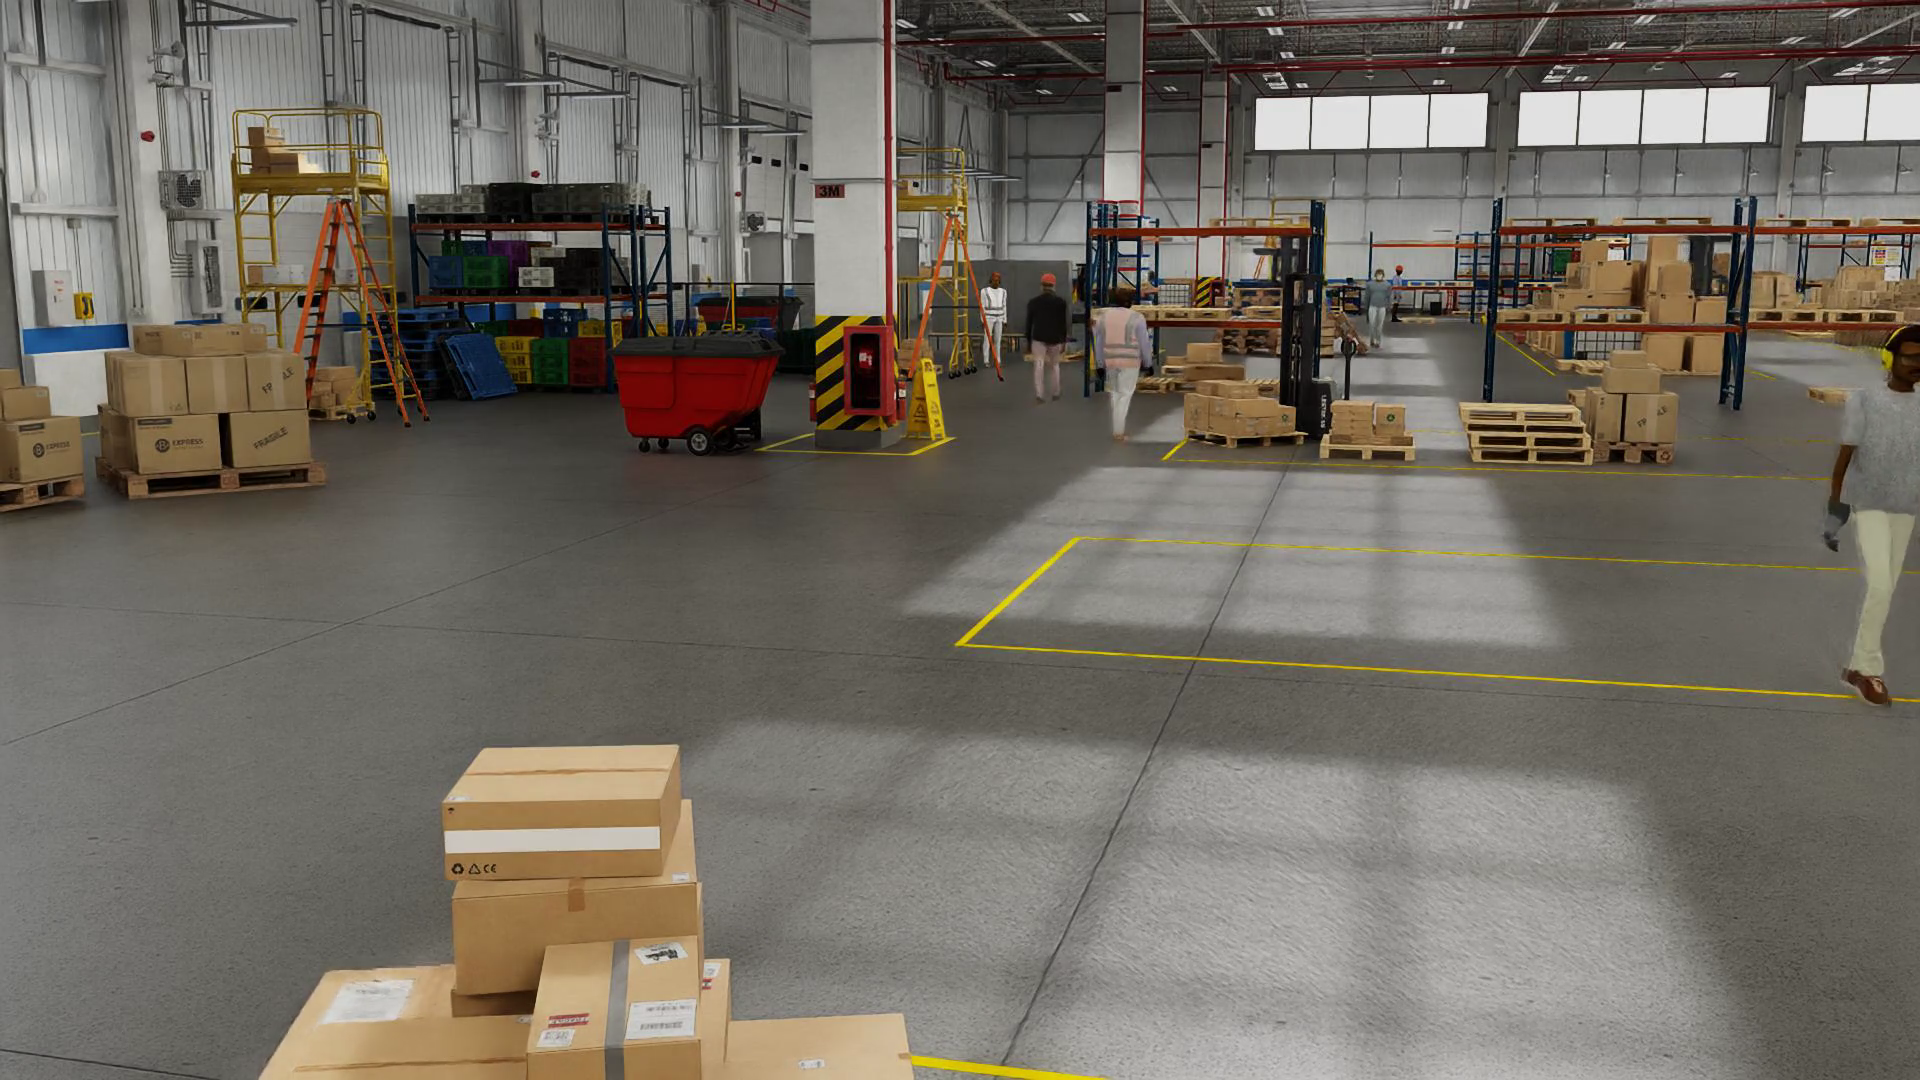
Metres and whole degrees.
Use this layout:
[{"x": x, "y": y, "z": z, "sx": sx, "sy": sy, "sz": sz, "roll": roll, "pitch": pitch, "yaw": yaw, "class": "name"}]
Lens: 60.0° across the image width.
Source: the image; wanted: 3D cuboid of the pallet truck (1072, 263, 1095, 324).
[{"x": 4.325, "y": -8.180, "z": 55.162, "sx": 0.823, "sy": 1.965, "sz": 1.885, "roll": 6, "pitch": 11, "yaw": 31, "class": "pallet truck"}]

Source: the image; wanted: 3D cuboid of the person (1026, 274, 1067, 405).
[{"x": 1.287, "y": -2.996, "z": 24.843, "sx": 0.631, "sy": 1.932, "sz": 1.036, "roll": 1, "pitch": 10, "yaw": 5, "class": "person"}]

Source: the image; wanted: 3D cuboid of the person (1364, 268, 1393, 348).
[{"x": 10.042, "y": -5.547, "z": 39.925, "sx": 0.661, "sy": 1.901, "sz": 0.928, "roll": 2, "pitch": 10, "yaw": 11, "class": "person"}]

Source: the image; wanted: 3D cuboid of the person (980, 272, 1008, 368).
[{"x": 0.670, "y": -4.327, "z": 32.805, "sx": 0.574, "sy": 1.887, "sz": 0.355, "roll": -5, "pitch": 11, "yaw": -25, "class": "person"}]

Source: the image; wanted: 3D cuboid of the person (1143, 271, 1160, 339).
[{"x": 5.129, "y": -6.248, "z": 44.267, "sx": 0.407, "sy": 1.827, "sz": 0.515, "roll": -6, "pitch": 11, "yaw": -30, "class": "person"}]

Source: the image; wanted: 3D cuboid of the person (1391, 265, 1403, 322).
[{"x": 14.861, "y": -8.362, "z": 56.452, "sx": 0.375, "sy": 1.932, "sz": 0.544, "roll": 6, "pitch": 11, "yaw": 29, "class": "person"}]

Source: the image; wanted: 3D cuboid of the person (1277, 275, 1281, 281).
[{"x": 9.675, "y": -7.224, "z": 49.704, "sx": 0.627, "sy": 1.941, "sz": 0.371, "roll": 2, "pitch": 10, "yaw": 9, "class": "person"}]

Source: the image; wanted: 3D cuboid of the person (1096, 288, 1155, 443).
[{"x": 2.004, "y": -2.076, "z": 19.751, "sx": 0.638, "sy": 1.815, "sz": 0.761, "roll": 7, "pitch": 12, "yaw": 37, "class": "person"}]

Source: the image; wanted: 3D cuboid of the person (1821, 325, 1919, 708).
[{"x": 4.557, "y": -0.109, "z": 8.069, "sx": 0.565, "sy": 1.847, "sz": 0.673, "roll": 0, "pitch": 10, "yaw": -2, "class": "person"}]

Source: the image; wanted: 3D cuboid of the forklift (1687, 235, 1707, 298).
[{"x": 21.583, "y": -7.555, "z": 48.888, "sx": 1.873, "sy": 2.768, "sz": 1.129, "roll": 2, "pitch": 10, "yaw": 14, "class": "forklift"}]

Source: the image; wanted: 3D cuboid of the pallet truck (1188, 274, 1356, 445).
[{"x": 3.653, "y": -2.138, "z": 19.590, "sx": 1.885, "sy": 1.965, "sz": 0.823, "roll": -4, "pitch": 10, "yaw": -20, "class": "pallet truck"}]

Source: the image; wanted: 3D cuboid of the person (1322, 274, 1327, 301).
[{"x": 9.521, "y": -6.136, "z": 43.875, "sx": 0.319, "sy": 1.742, "sz": 0.492, "roll": 6, "pitch": 11, "yaw": 32, "class": "person"}]

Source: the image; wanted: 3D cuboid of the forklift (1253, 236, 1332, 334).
[{"x": 9.214, "y": -7.026, "z": 45.770, "sx": 1.129, "sy": 2.768, "sz": 1.873, "roll": -9, "pitch": 13, "yaw": -43, "class": "forklift"}]
